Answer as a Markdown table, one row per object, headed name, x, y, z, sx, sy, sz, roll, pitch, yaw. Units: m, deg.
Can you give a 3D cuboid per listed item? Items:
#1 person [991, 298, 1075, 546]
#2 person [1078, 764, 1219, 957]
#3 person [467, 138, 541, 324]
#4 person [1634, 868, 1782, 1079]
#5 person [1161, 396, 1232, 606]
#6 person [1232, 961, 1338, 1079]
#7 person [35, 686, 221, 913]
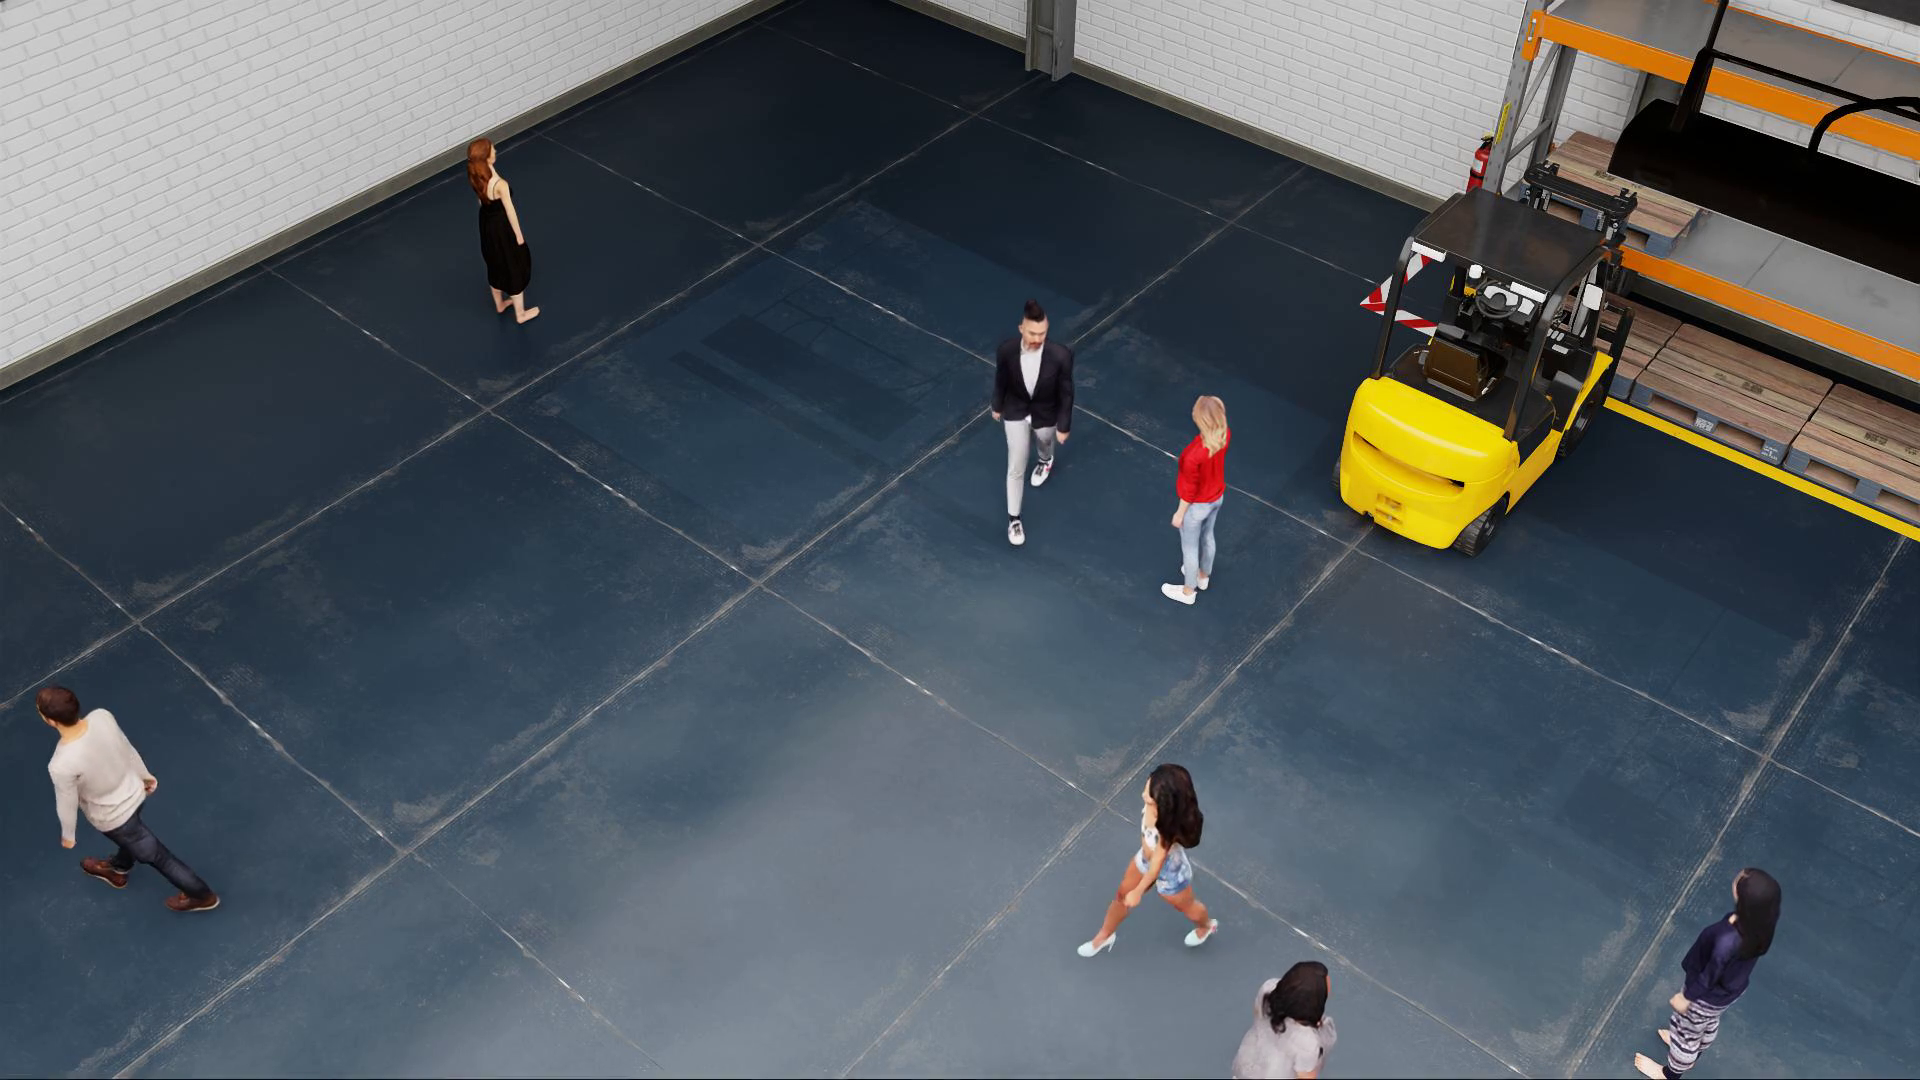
| name | x | y | z | sx | sy | sz | roll | pitch | yaw |
| --- | --- | --- | --- | --- | --- | --- | --- | --- | --- |
| person | 0.525 | -0.982 | 11.625 | 1.323 | 1.908 | 1.233 | 10 | 44 | 10 |
| person | 1.166 | 1.779 | 8.964 | 1.000 | 1.583 | 1.030 | -9 | 44 | -9 |
| person | -3.731 | -2.500 | 13.426 | 0.502 | 1.623 | 0.620 | 27 | 50 | 26 |
| person | 3.821 | 2.224 | 8.388 | 0.655 | 1.732 | 0.599 | -26 | 49 | -24 |
| person | 1.592 | -0.261 | 11.017 | 0.488 | 1.705 | 0.608 | 30 | 51 | 28 |
| person | 1.551 | 2.563 | 8.126 | 0.810 | 1.603 | 0.732 | -16 | 46 | -17 |
| person | -4.514 | 1.480 | 9.098 | 1.192 | 1.830 | 1.027 | 4 | 44 | 5 |
